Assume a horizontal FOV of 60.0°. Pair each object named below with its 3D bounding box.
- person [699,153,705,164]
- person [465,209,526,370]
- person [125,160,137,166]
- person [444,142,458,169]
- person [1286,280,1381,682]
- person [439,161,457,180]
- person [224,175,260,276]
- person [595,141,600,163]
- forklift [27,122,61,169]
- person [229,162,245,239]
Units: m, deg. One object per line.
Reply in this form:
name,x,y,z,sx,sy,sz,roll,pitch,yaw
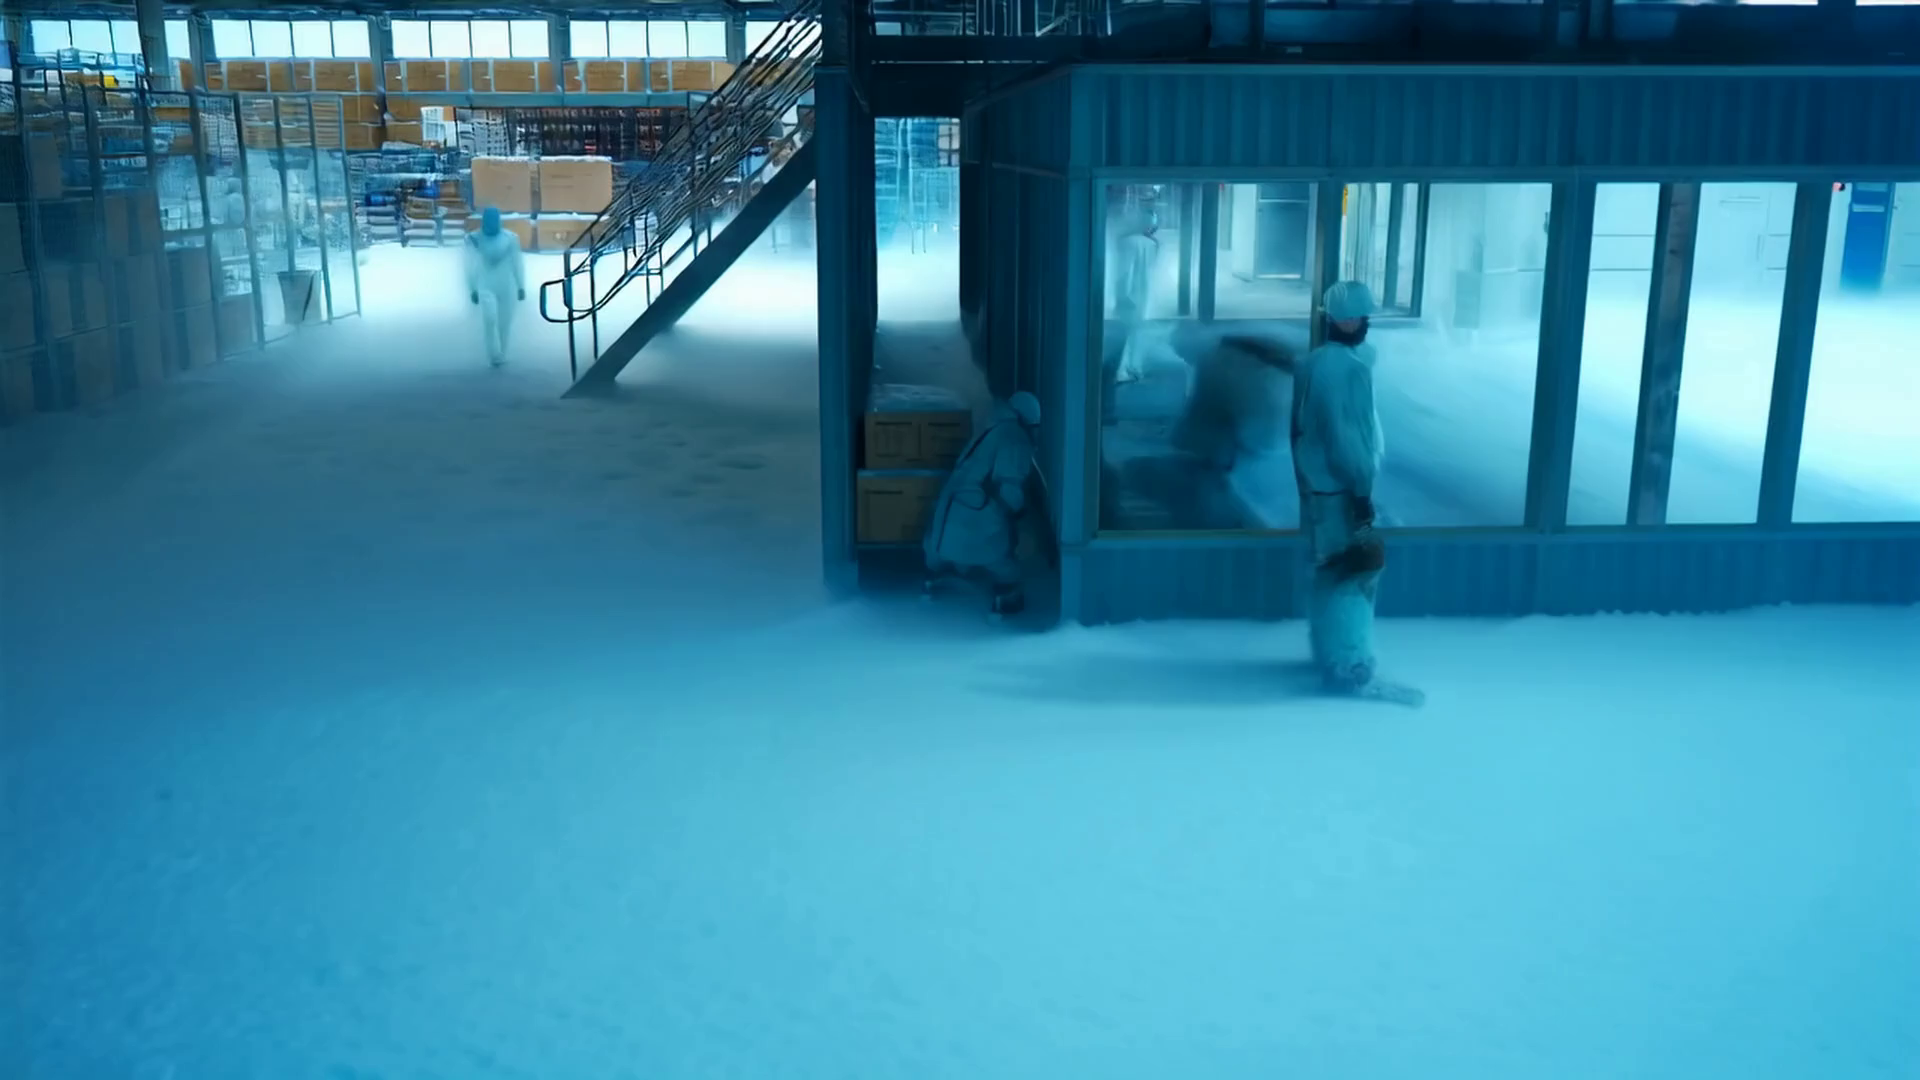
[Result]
person,-11.331,-16.508,73.522,0.902,1.796,0.604,-2,14,-9
person,-5.269,-2.854,18.958,0.622,1.791,0.944,-6,15,-22
person,-34.898,-15.565,70.071,0.278,1.633,0.507,13,19,41
person,-24.429,-18.154,79.897,0.640,1.884,0.789,-5,15,-21
person,1.869,-0.290,8.289,0.377,1.995,0.608,-5,15,-21
person,-14.596,-9.964,47.525,0.521,1.709,0.934,-8,16,-30
person,-13.157,-5.710,30.270,0.799,1.843,0.531,2,14,10
person,-18.513,-19.577,85.375,0.382,1.993,0.622,9,17,32
forklift,-35.376,-14.773,64.377,1.129,2.768,1.873,-1,14,-2
person,-17.479,-8.264,40.449,0.537,1.851,0.580,11,18,38
